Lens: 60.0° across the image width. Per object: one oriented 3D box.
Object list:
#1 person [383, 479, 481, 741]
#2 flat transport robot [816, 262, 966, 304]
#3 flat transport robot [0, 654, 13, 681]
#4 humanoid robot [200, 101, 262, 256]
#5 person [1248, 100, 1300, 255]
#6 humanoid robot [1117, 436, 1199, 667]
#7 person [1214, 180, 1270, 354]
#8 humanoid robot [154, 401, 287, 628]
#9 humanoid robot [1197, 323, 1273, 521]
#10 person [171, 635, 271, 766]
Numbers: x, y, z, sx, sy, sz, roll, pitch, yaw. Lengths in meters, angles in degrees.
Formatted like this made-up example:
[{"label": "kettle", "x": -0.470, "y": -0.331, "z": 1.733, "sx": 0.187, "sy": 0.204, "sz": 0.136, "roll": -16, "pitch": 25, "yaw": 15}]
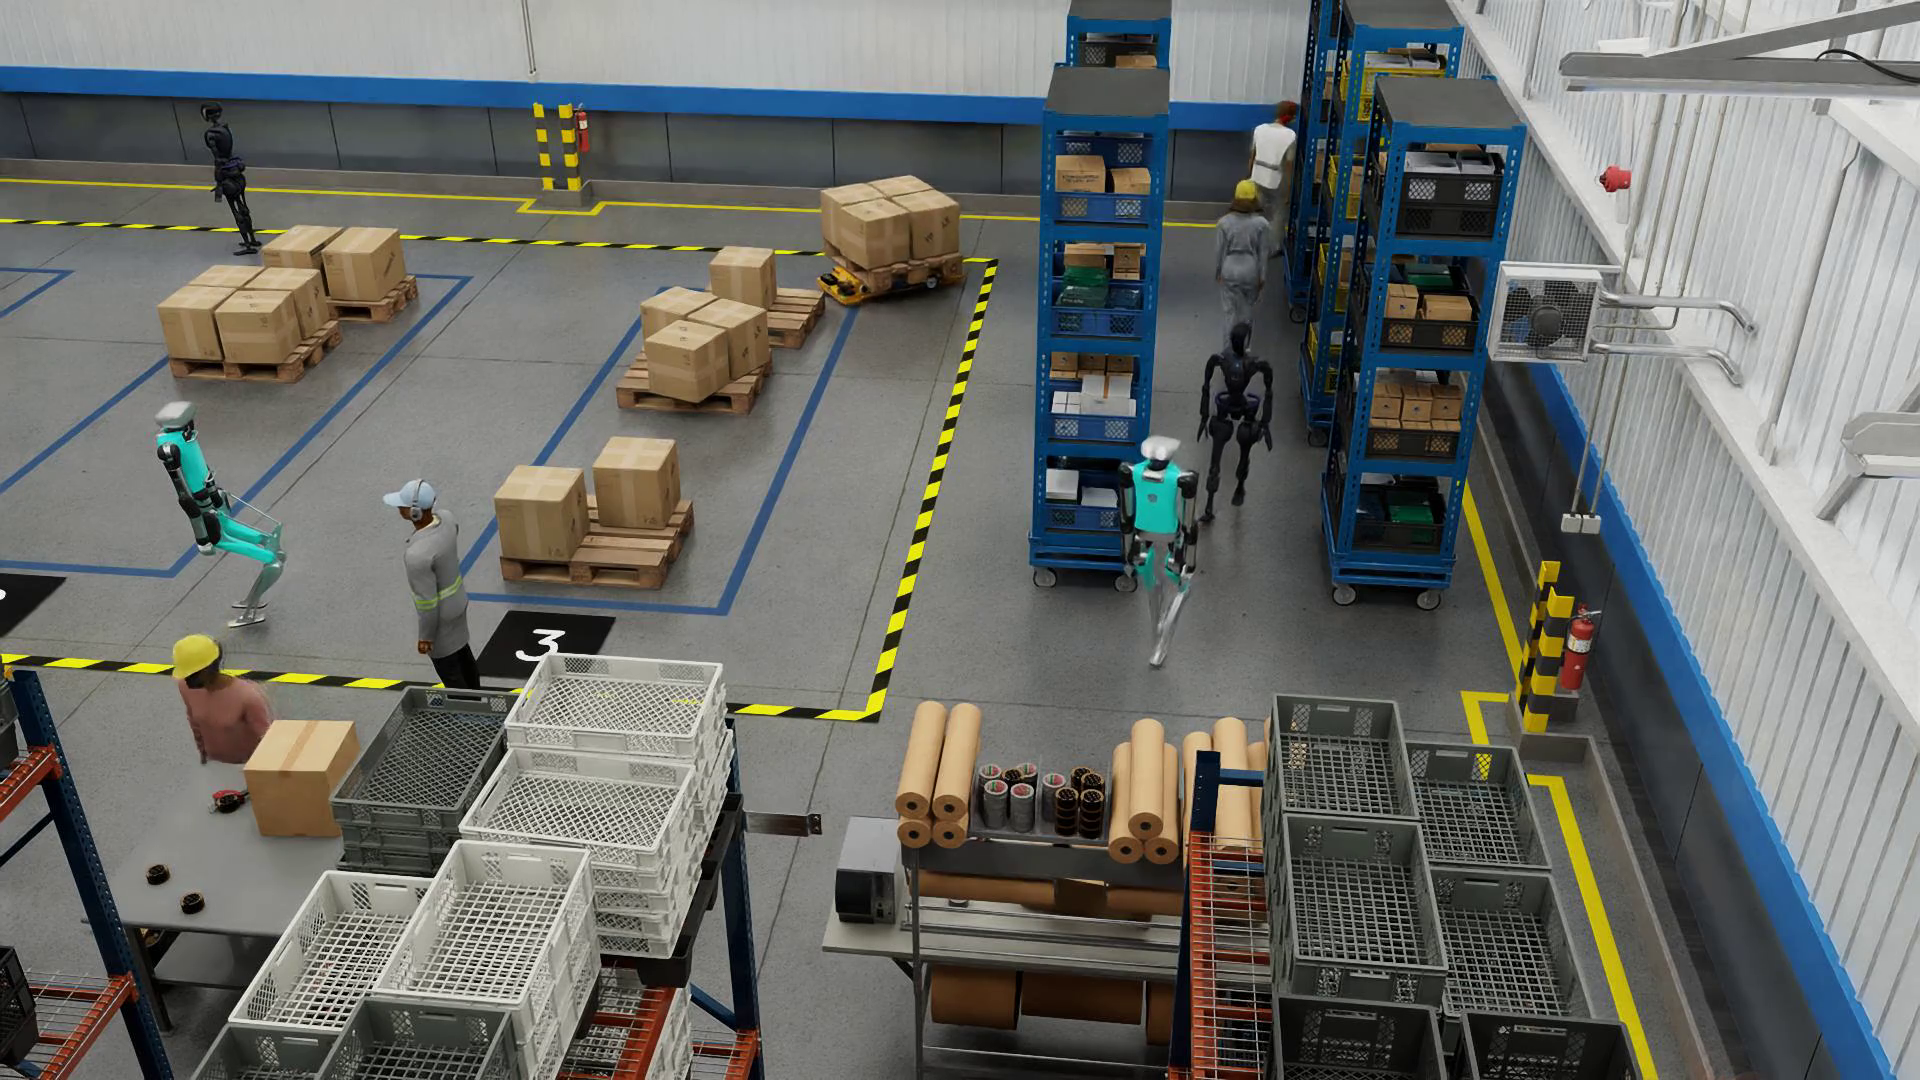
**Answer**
[{"label": "person", "x": -3.249, "y": 0.443, "z": 10.340, "sx": 0.371, "sy": 1.852, "sz": 0.588, "roll": 1, "pitch": 30, "yaw": 2}, {"label": "flat transport robot", "x": -0.722, "y": -2.790, "z": 17.438, "sx": 1.431, "sy": 0.197, "sz": 0.652, "roll": -15, "pitch": 33, "yaw": -24}, {"label": "flat transport robot", "x": -7.142, "y": 0.969, "z": 11.010, "sx": 1.431, "sy": 0.231, "sz": 0.659, "roll": 3, "pitch": 30, "yaw": 6}, {"label": "humanoid robot", "x": -7.913, "y": -3.920, "z": 17.990, "sx": 0.315, "sy": 1.659, "sz": 0.599, "roll": -3, "pitch": 30, "yaw": -4}, {"label": "person", "x": 3.366, "y": -3.813, "z": 17.713, "sx": 0.641, "sy": 1.775, "sz": 0.950, "roll": 25, "pitch": 38, "yaw": 36}, {"label": "humanoid robot", "x": 1.390, "y": 0.061, "z": 11.203, "sx": 0.552, "sy": 1.886, "sz": 0.802, "roll": 12, "pitch": 32, "yaw": 20}, {"label": "person", "x": 2.614, "y": -2.512, "z": 15.535, "sx": 0.497, "sy": 1.714, "sz": 0.552, "roll": 7, "pitch": 31, "yaw": 12}, {"label": "humanoid robot", "x": -4.968, "y": -0.182, "z": 11.398, "sx": 0.735, "sy": 1.673, "sz": 0.533, "roll": -5, "pitch": 31, "yaw": -9}, {"label": "humanoid robot", "x": 2.141, "y": -0.917, "z": 12.886, "sx": 0.601, "sy": 1.625, "sz": 0.762, "roll": 9, "pitch": 32, "yaw": 16}, {"label": "person", "x": -3.978, "y": 1.236, "z": 9.088, "sx": 0.627, "sy": 1.738, "sz": 0.540, "roll": 7, "pitch": 31, "yaw": 12}]
